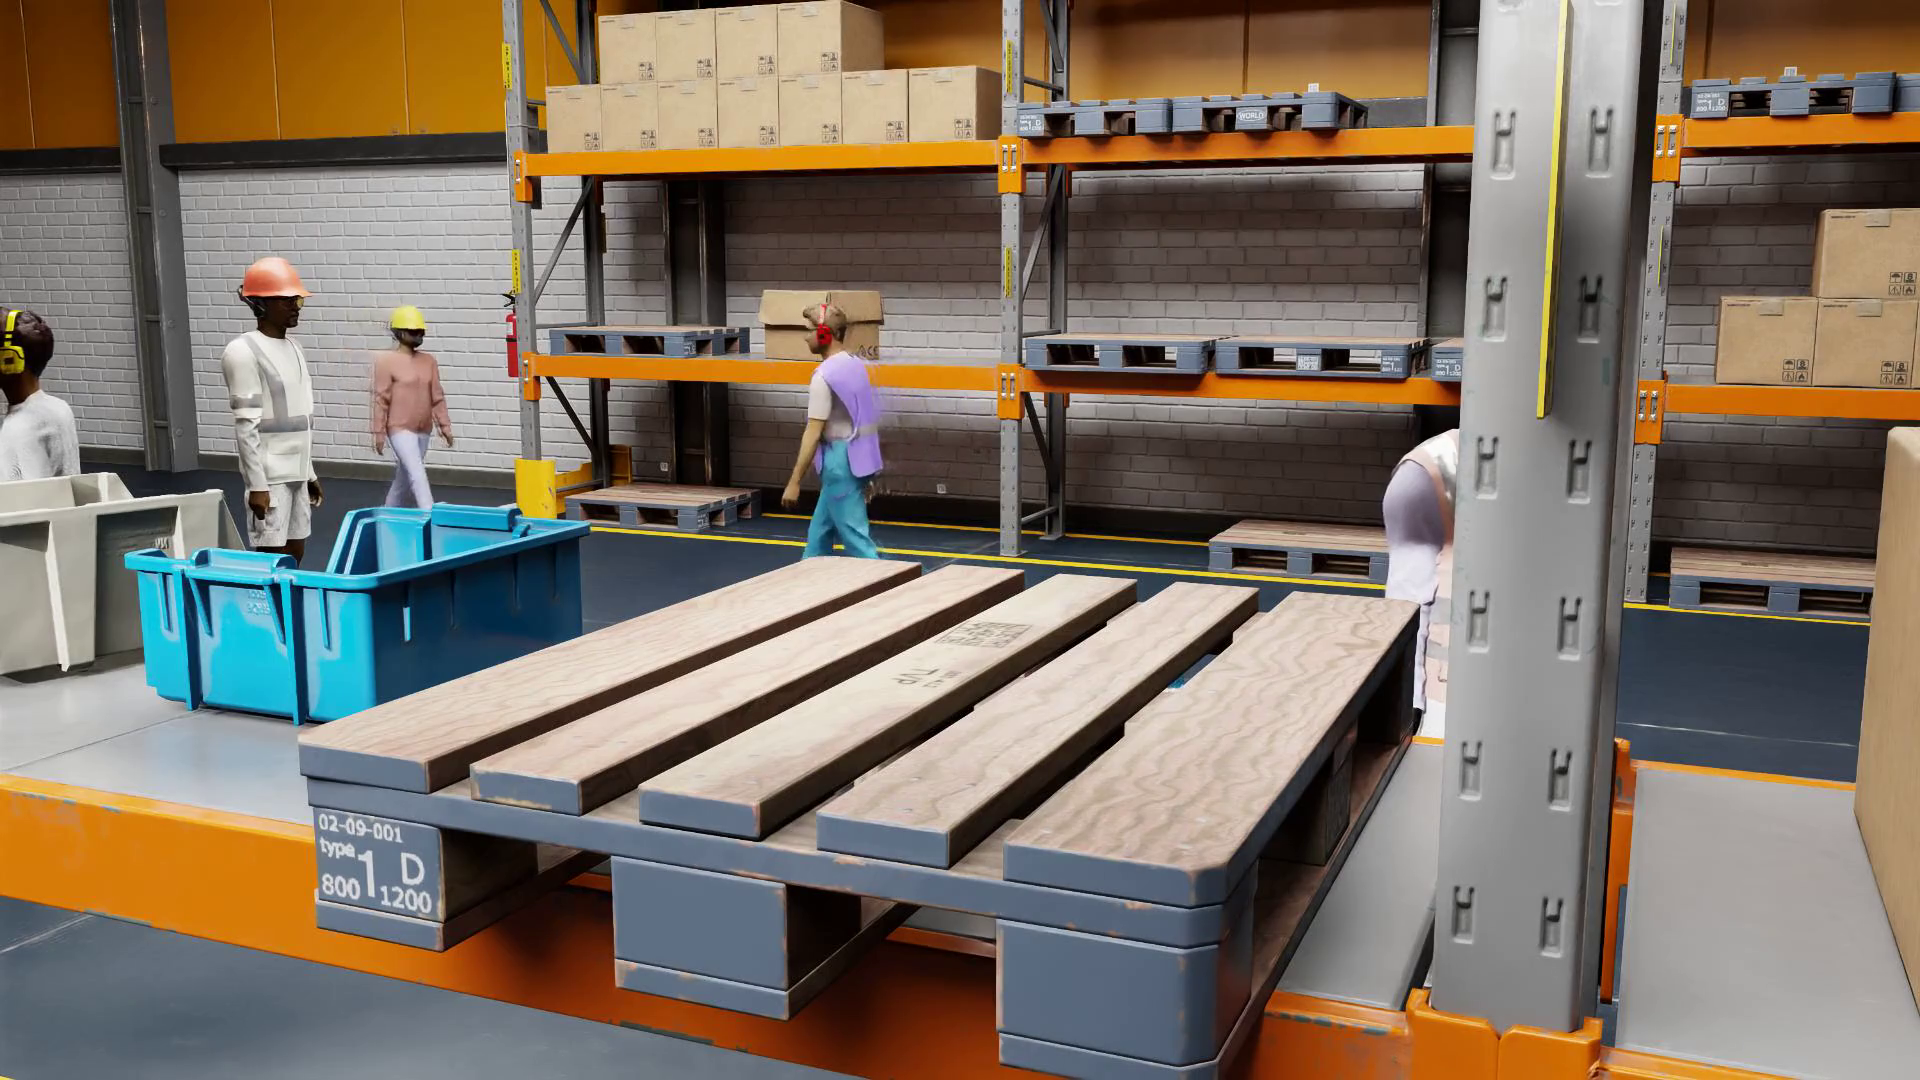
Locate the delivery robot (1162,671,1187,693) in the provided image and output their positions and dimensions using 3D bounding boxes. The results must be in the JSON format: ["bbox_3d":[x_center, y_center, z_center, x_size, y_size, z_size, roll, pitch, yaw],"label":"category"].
[{"bbox_3d":[0.762,0.705,6.011,0.707,0.478,0.477,6,11,32],"label":"delivery robot"}]

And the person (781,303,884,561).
[{"bbox_3d":[-0.732,-0.334,8.763,0.927,1.798,0.595,2,10,12],"label":"person"}]

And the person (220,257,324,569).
[{"bbox_3d":[-3.259,-0.326,8.017,0.377,2.045,0.602,1,9,3],"label":"person"}]

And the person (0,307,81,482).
[{"bbox_3d":[-3.181,0.139,5.748,0.326,1.874,0.518,-3,10,-18],"label":"person"}]

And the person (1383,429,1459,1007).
[{"bbox_3d":[1.408,0.385,4.368,0.633,1.839,0.429,-3,10,-18],"label":"person"}]

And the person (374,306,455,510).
[{"bbox_3d":[-3.803,-0.762,11.574,0.916,1.716,0.532,5,11,28],"label":"person"}]
